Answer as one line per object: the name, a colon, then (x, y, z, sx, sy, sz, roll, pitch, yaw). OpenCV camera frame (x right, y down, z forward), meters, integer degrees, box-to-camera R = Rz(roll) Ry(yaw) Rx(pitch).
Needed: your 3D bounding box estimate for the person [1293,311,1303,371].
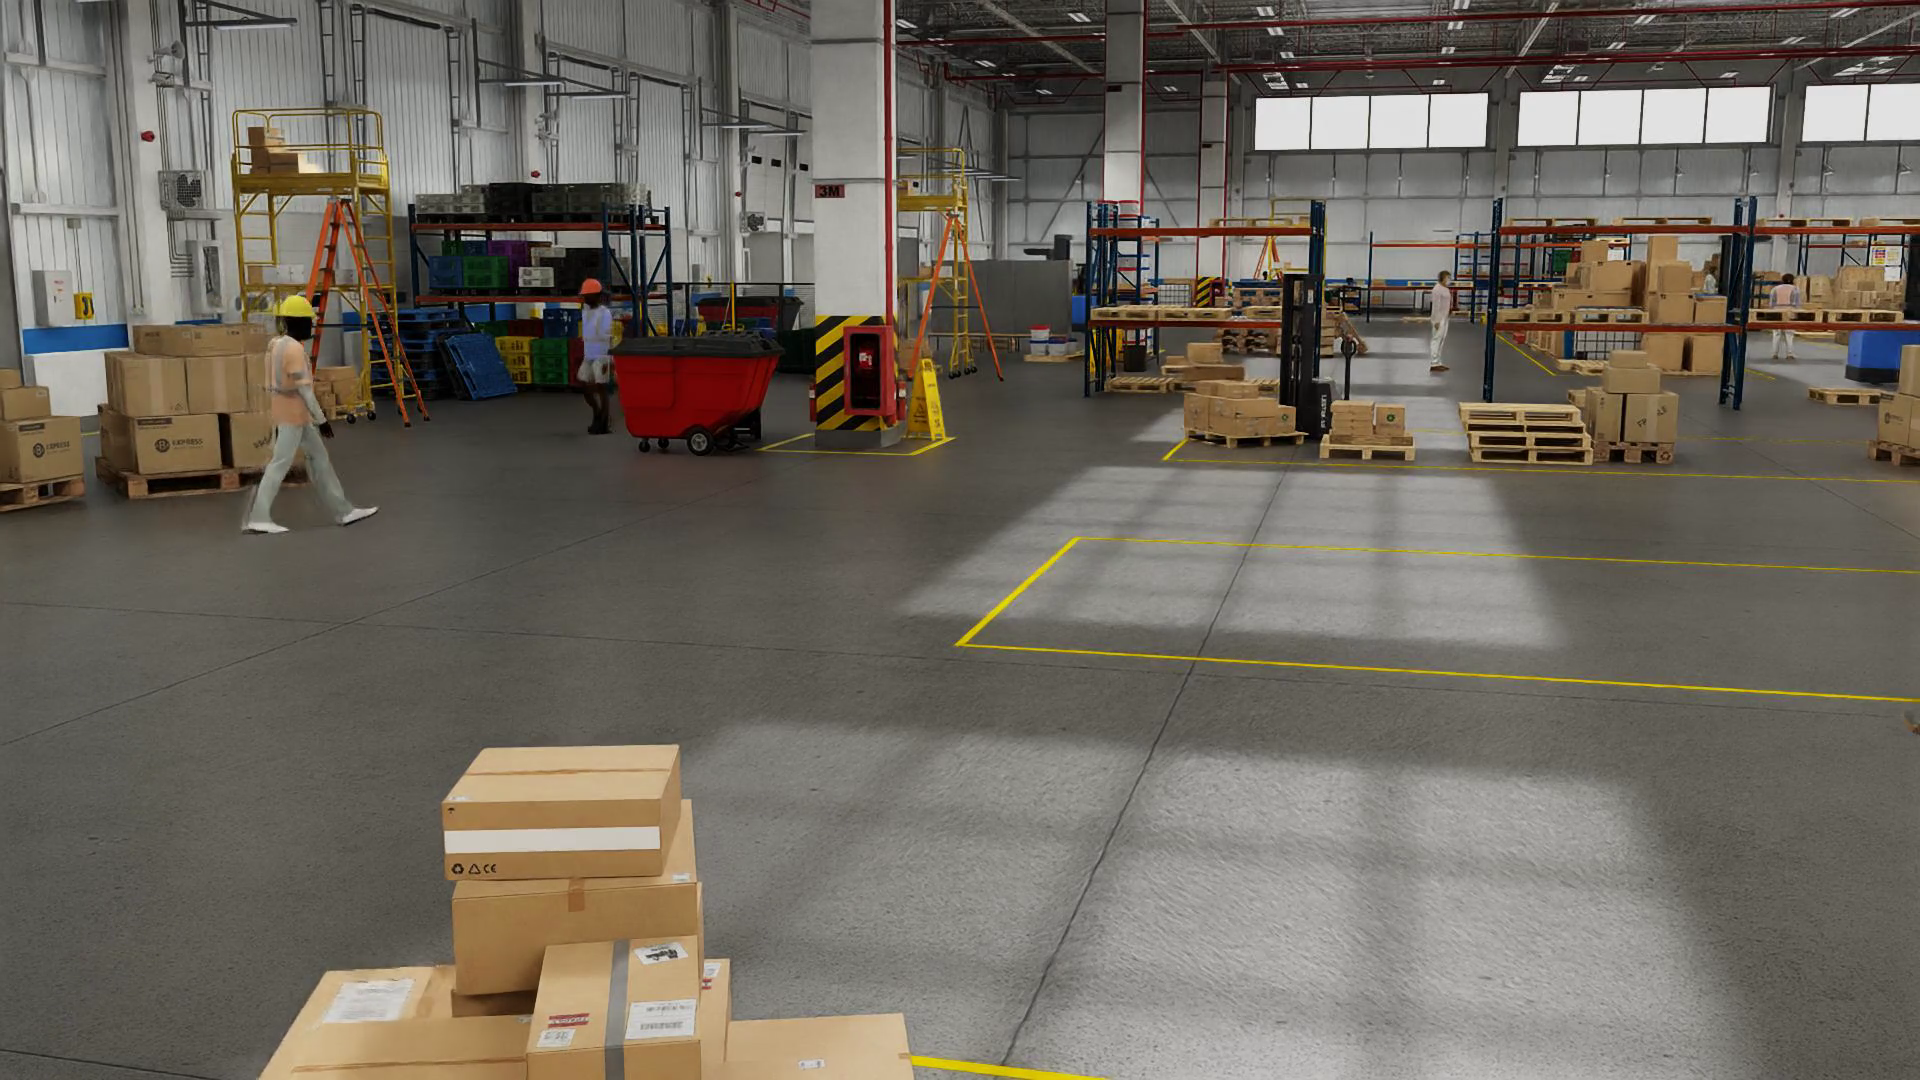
person: (6.621, -4.100, 31.920, 0.323, 1.736, 0.488, 6, 11, 31)

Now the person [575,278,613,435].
person: (-4.498, -2.246, 20.443, 0.578, 1.922, 0.404, 8, 13, 41)

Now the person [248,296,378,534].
person: (-5.218, -0.990, 13.199, 1.004, 1.873, 0.594, -4, 10, -23)

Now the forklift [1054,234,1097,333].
forklift: (2.933, -7.338, 47.611, 1.873, 2.768, 1.129, 2, 10, 14)

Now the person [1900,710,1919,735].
person: (4.494, 0.072, 7.077, 0.580, 1.840, 0.977, -4, 10, -20)

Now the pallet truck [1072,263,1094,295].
pallet truck: (4.325, -8.180, 55.162, 0.823, 1.965, 1.885, 6, 11, 31)

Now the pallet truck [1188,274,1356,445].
pallet truck: (3.653, -2.138, 19.590, 1.885, 1.965, 0.823, -4, 10, -20)

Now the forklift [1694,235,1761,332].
forklift: (22.425, -7.519, 48.677, 1.873, 2.768, 1.129, 2, 10, 14)

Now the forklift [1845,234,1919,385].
forklift: (16.245, -4.036, 28.166, 1.873, 2.768, 1.129, 2, 10, 14)

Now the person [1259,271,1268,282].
person: (10.892, -8.755, 59.449, 0.537, 1.690, 0.320, -5, 11, -28)

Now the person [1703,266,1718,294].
person: (22.893, -7.402, 50.811, 0.374, 1.931, 0.624, 4, 10, 20)

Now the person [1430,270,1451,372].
person: (9.219, -4.196, 31.877, 0.372, 1.940, 0.631, 6, 11, 32)

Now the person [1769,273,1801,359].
person: (17.690, -4.787, 35.659, 0.622, 1.840, 0.430, 9, 13, 43)
